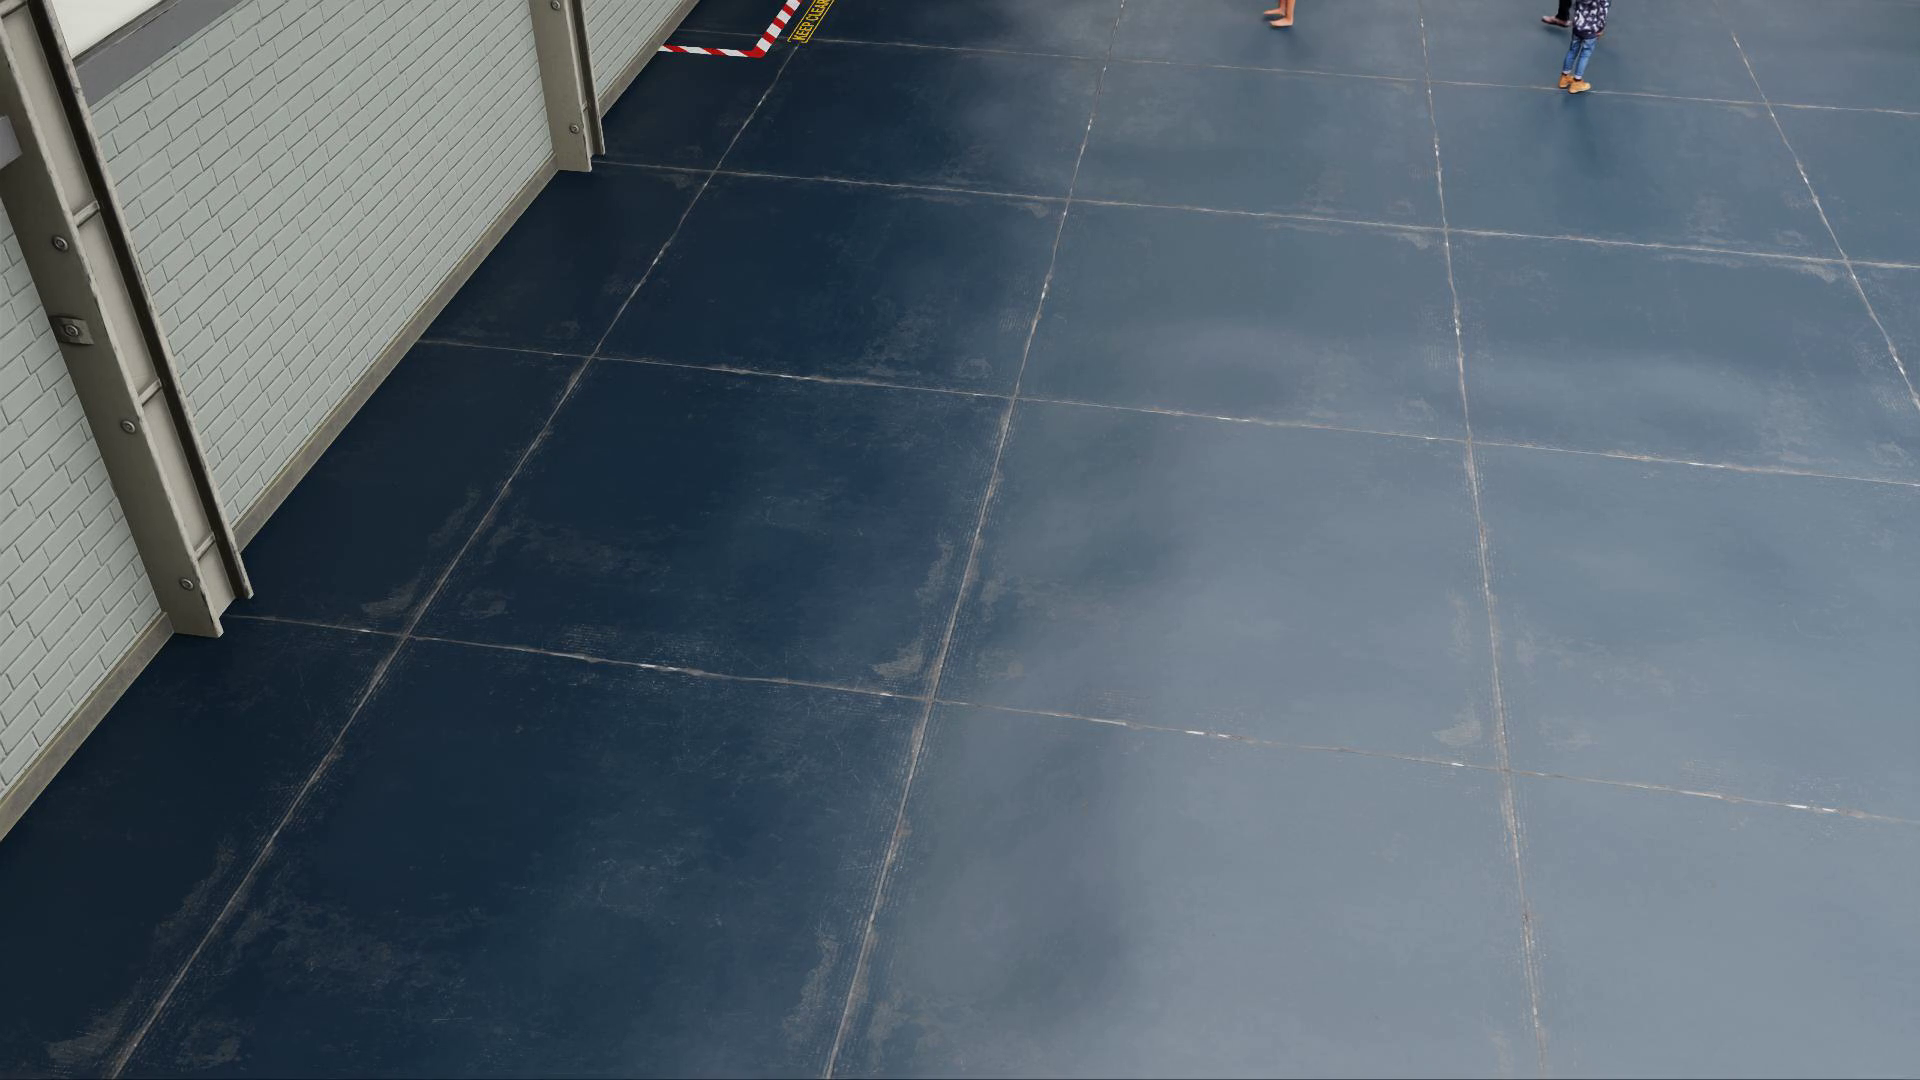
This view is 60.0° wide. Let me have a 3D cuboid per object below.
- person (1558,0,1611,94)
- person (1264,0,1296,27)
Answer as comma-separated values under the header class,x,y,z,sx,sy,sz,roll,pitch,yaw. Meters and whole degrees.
class,x,y,z,sx,sy,sz,roll,pitch,yaw
person,5.643,-4.662,14.955,0.630,1.250,0.562,-20,42,-24
person,3.208,-5.833,16.150,0.680,1.623,0.515,-2,38,-2
